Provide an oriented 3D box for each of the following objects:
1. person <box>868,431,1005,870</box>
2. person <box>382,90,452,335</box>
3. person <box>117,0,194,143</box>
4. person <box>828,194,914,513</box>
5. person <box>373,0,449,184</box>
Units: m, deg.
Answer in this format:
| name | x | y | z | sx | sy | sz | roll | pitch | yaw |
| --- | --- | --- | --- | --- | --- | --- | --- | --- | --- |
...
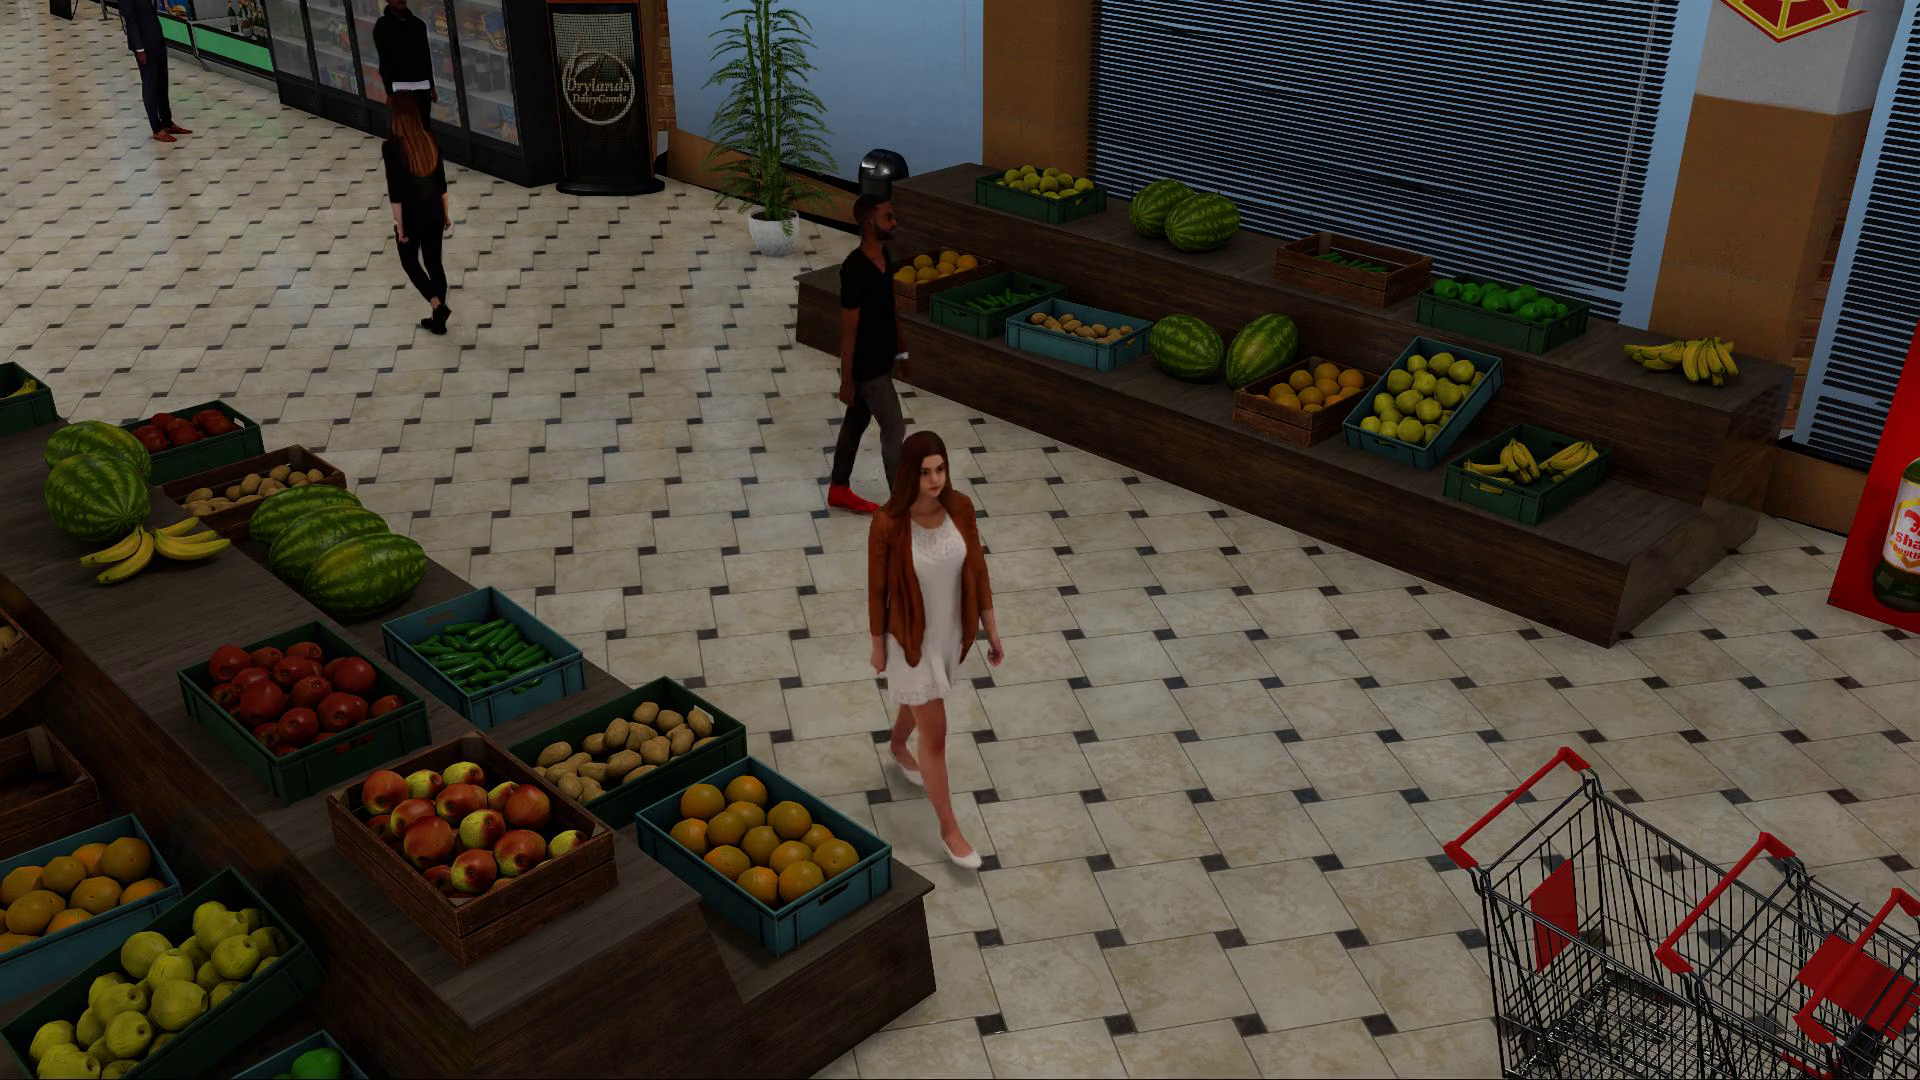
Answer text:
| name | x | y | z | sx | sy | sz | roll | pitch | yaw |
| --- | --- | --- | --- | --- | --- | --- | --- | --- | --- |
| person | -0.158 | 0.339 | 6.420 | 0.744 | 1.678 | 1.145 | -17 | 31 | -29 |
| person | -3.655 | -2.198 | 11.396 | 0.613 | 1.701 | 0.786 | -23 | 35 | -37 |
| person | -8.170 | -4.972 | 16.732 | 0.837 | 1.822 | 0.787 | 1 | 27 | 2 |
| person | -0.569 | -0.943 | 8.832 | 1.072 | 1.782 | 0.941 | 7 | 28 | 14 |
| person | -4.995 | -4.118 | 15.054 | 0.654 | 1.818 | 0.556 | -24 | 36 | -39 |
